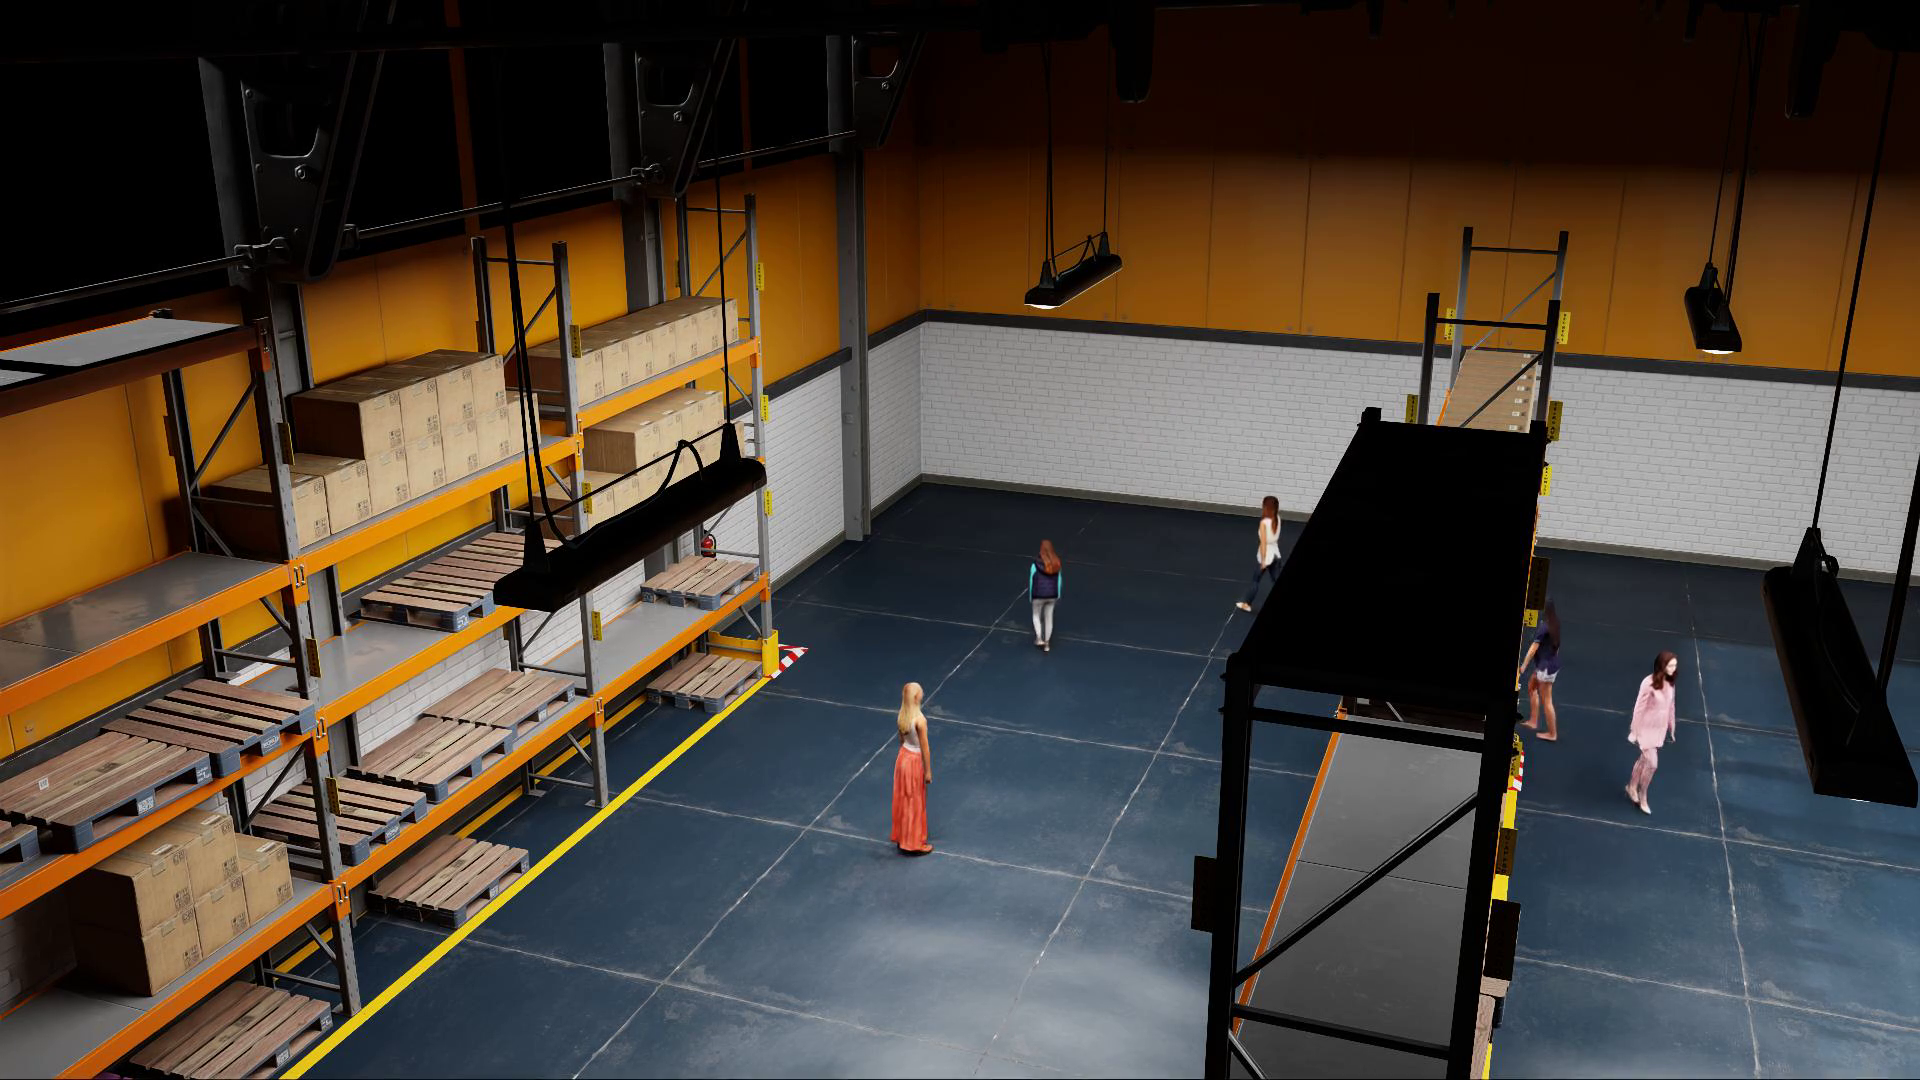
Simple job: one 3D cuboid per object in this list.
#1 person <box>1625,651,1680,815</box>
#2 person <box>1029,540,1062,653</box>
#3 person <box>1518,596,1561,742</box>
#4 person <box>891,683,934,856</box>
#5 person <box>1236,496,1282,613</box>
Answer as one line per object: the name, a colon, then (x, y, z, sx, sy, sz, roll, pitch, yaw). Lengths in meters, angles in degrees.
person: (7.217, 1.979, 17.544, 0.801, 1.779, 0.860, -8, 20, -23)
person: (1.113, 0.743, 21.674, 0.699, 1.487, 0.742, -2, 19, -7)
person: (6.788, 1.503, 19.021, 0.760, 1.740, 0.747, 15, 24, 38)
person: (-0.484, 2.271, 16.643, 0.777, 1.801, 0.732, -10, 21, -28)
person: (4.284, 0.290, 22.626, 1.117, 1.738, 1.032, -14, 23, -36)
